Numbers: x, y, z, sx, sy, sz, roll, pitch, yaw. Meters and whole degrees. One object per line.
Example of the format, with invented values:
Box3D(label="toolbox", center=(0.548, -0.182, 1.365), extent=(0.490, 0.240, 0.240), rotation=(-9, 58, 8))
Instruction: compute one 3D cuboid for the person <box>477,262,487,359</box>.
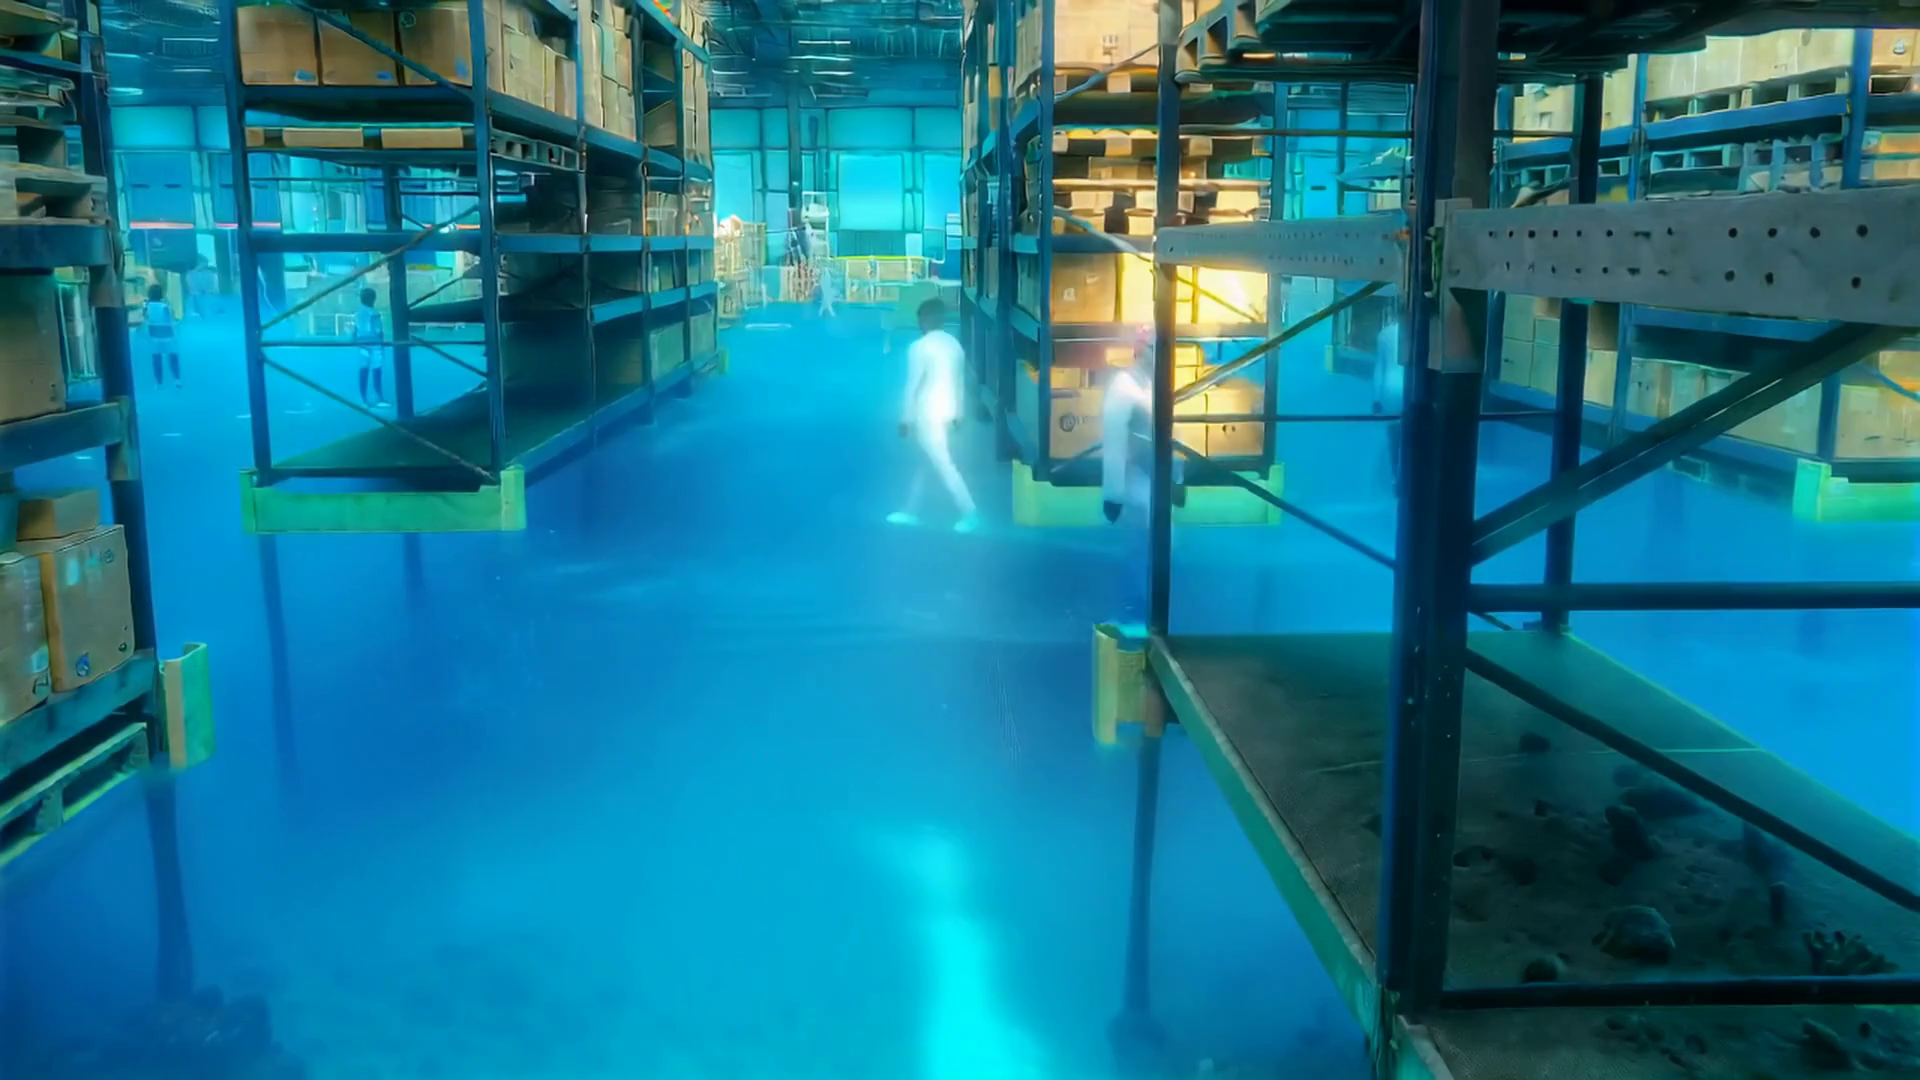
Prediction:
Box3D(label="person", center=(-9.466, -4.632, 33.537), extent=(0.574, 1.944, 0.781), rotation=(-8, 13, -37))

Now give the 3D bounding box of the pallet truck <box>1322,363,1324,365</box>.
Box3D(label="pallet truck", center=(7.712, -4.157, 30.737), extent=(1.885, 1.965, 0.823), rotation=(3, 11, 16))

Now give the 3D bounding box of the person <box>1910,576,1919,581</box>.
Box3D(label="person", center=(6.779, -0.452, 11.150), extent=(0.686, 1.612, 0.522), rotation=(-2, 10, -14))

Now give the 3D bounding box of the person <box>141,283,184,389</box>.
Box3D(label="person", center=(-12.786, -3.260, 26.598), extent=(0.553, 1.675, 0.552), rotation=(-2, 10, -9))

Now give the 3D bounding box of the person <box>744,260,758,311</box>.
Box3D(label="person", center=(-7.119, -8.556, 56.000), extent=(0.440, 1.721, 0.502), rotation=(-2, 10, -10))

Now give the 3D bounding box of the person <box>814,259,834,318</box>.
Box3D(label="person", center=(-4.221, -7.790, 51.523), extent=(0.510, 1.792, 0.972), rotation=(9, 14, 41))

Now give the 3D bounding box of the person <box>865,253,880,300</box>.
Box3D(label="person", center=(-3.412, -10.222, 64.845), extent=(0.574, 1.885, 0.356), rotation=(0, 10, 2))

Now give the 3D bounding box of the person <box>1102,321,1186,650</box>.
Box3D(label="person", center=(1.107, -0.309, 9.605), extent=(0.475, 1.893, 0.653), rotation=(5, 11, 25))

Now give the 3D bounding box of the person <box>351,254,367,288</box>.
Box3D(label="person", center=(-22.622, -9.828, 62.674), extent=(0.614, 1.872, 1.009), rotation=(-7, 13, -35))

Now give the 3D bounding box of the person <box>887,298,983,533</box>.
Box3D(label="person", center=(-0.181, -1.008, 13.493), extent=(0.999, 1.900, 0.644), rotation=(7, 12, 34))

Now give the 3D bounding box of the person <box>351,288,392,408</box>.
Box3D(label="person", center=(-8.311, -2.700, 23.456), extent=(0.534, 1.698, 0.318), rotation=(3, 11, 17))

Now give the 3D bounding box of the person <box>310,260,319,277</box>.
Box3D(label="person", center=(-23.616, -9.405, 60.861), extent=(0.693, 1.674, 0.543), rotation=(-3, 11, -16))

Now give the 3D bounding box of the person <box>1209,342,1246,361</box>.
Box3D(label="person", center=(5.263, -4.342, 32.650), extent=(0.600, 1.684, 0.534), rotation=(-1, 10, -3))

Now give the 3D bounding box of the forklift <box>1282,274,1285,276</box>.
Box3D(label="forklift", center=(12.240, -10.302, 62.509), extent=(1.129, 2.768, 1.873), rotation=(0, 10, -2))

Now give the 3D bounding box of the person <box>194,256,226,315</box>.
Box3D(label="person", center=(-24.071, -8.129, 53.195), extent=(1.036, 1.881, 0.653), rotation=(-7, 12, -35))

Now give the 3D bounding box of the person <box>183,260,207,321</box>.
Box3D(label="person", center=(-22.869, -7.390, 49.299), extent=(0.927, 1.794, 0.654), rotation=(-4, 11, -19))

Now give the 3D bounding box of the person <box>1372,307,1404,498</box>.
Box3D(label="person", center=(4.125, -1.326, 15.341), extent=(0.642, 1.879, 0.934), rotation=(5, 12, 28))

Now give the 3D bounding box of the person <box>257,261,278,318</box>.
Box3D(label="person", center=(-19.999, -7.085, 47.613), extent=(0.997, 1.798, 0.593), rotation=(1, 10, 5))
